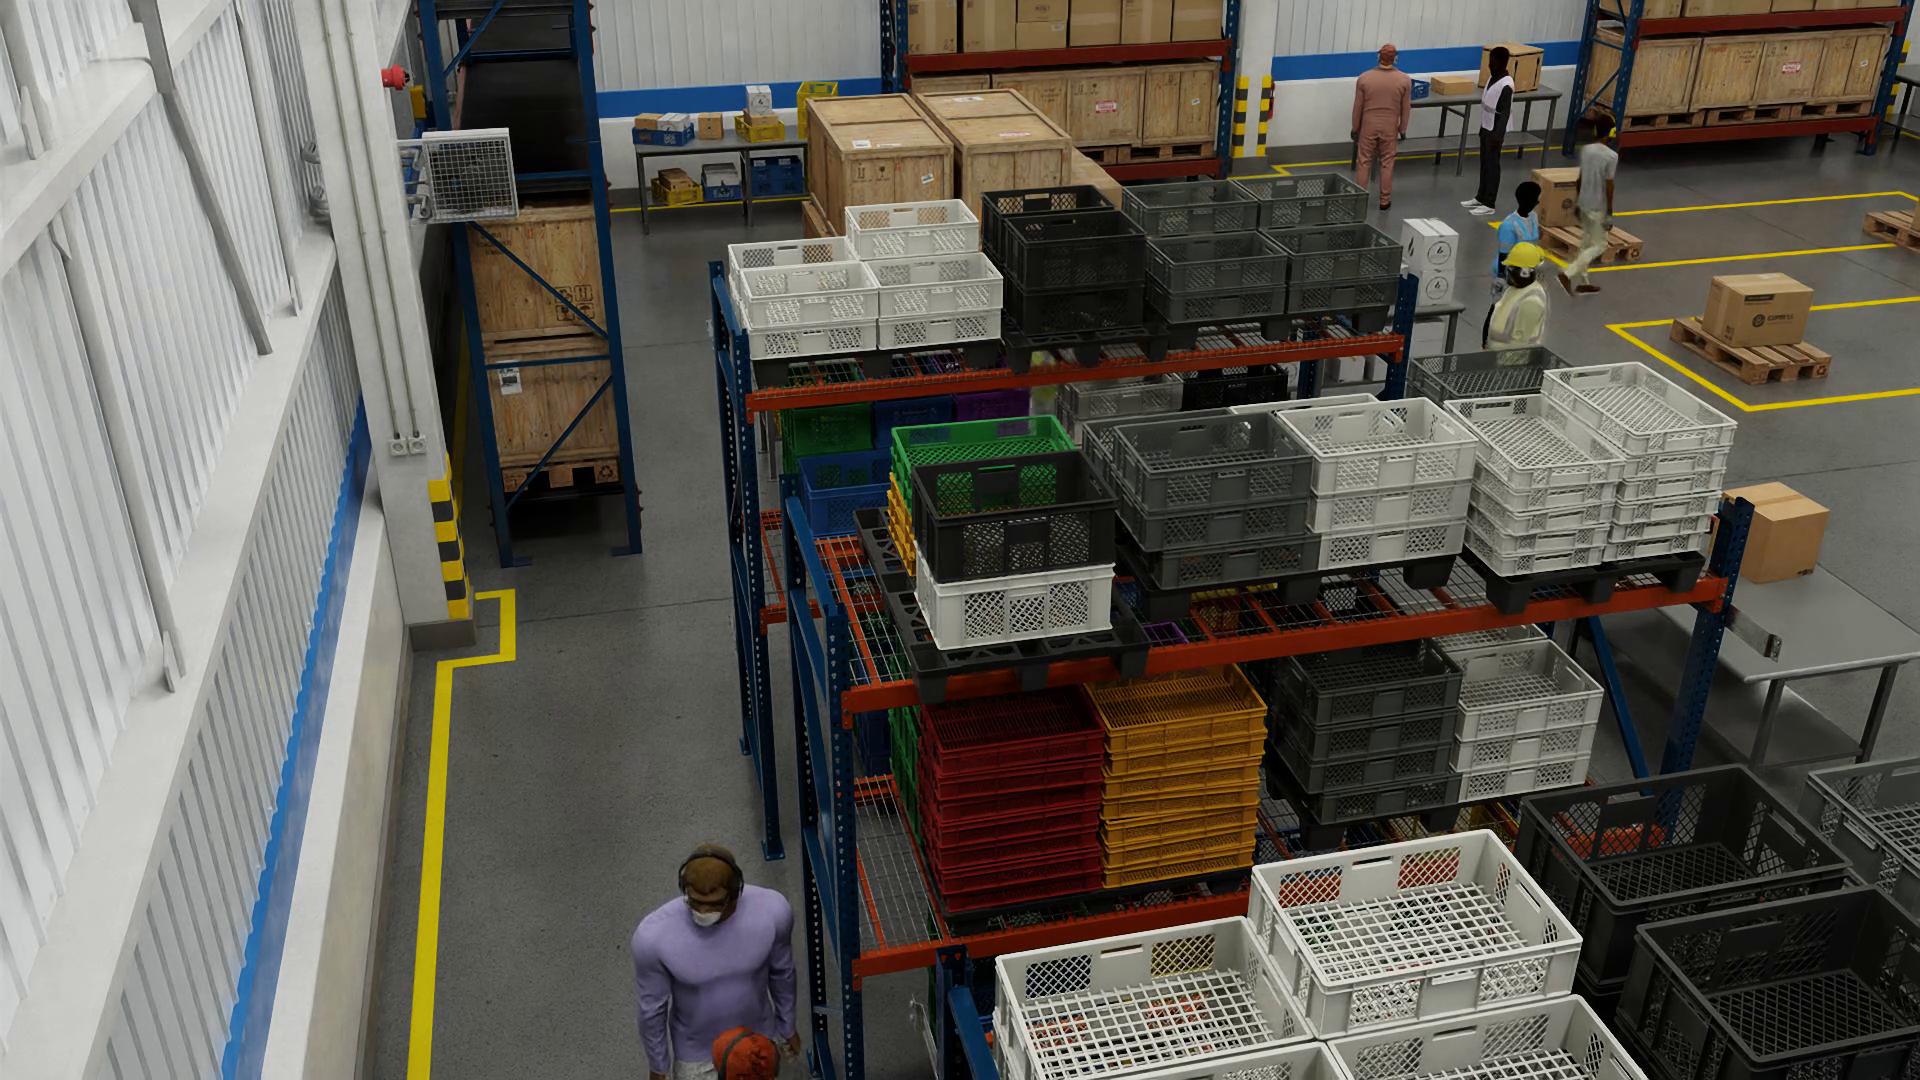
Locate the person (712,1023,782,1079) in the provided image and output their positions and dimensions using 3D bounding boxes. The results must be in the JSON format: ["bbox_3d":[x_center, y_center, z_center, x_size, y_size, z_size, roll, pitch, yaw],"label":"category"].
[{"bbox_3d":[-0.626,2.433,5.722,0.583,1.834,0.935,-20,34,-32],"label":"person"}]

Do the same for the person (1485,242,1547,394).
[{"bbox_3d":[4.258,-1.455,13.131,0.599,1.817,0.610,-1,28,-1],"label":"person"}]

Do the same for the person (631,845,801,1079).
[{"bbox_3d":[-0.925,1.967,6.522,0.639,1.941,0.390,-10,30,-19],"label":"person"}]

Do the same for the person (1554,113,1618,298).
[{"bbox_3d":[6.325,-3.320,16.628,0.596,1.850,0.544,-10,29,-17],"label":"person"}]

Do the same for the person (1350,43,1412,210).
[{"bbox_3d":[4.896,-4.820,19.420,0.653,1.906,0.405,6,28,10],"label":"person"}]

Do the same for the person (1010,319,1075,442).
[{"bbox_3d":[0.677,-1.204,12.696,0.640,1.795,0.687,24,36,37],"label":"person"}]

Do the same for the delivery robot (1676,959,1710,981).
[{"bbox_3d":[3.739,1.929,7.958,0.707,0.478,0.477,-6,28,-10],"label":"delivery robot"}]

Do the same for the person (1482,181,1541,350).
[{"bbox_3d":[5.018,-2.430,15.105,0.538,1.698,0.320,-25,37,-38],"label":"person"}]

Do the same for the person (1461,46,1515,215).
[{"bbox_3d":[6.177,-4.744,19.266,0.390,1.916,0.587,0,28,0],"label":"person"}]
